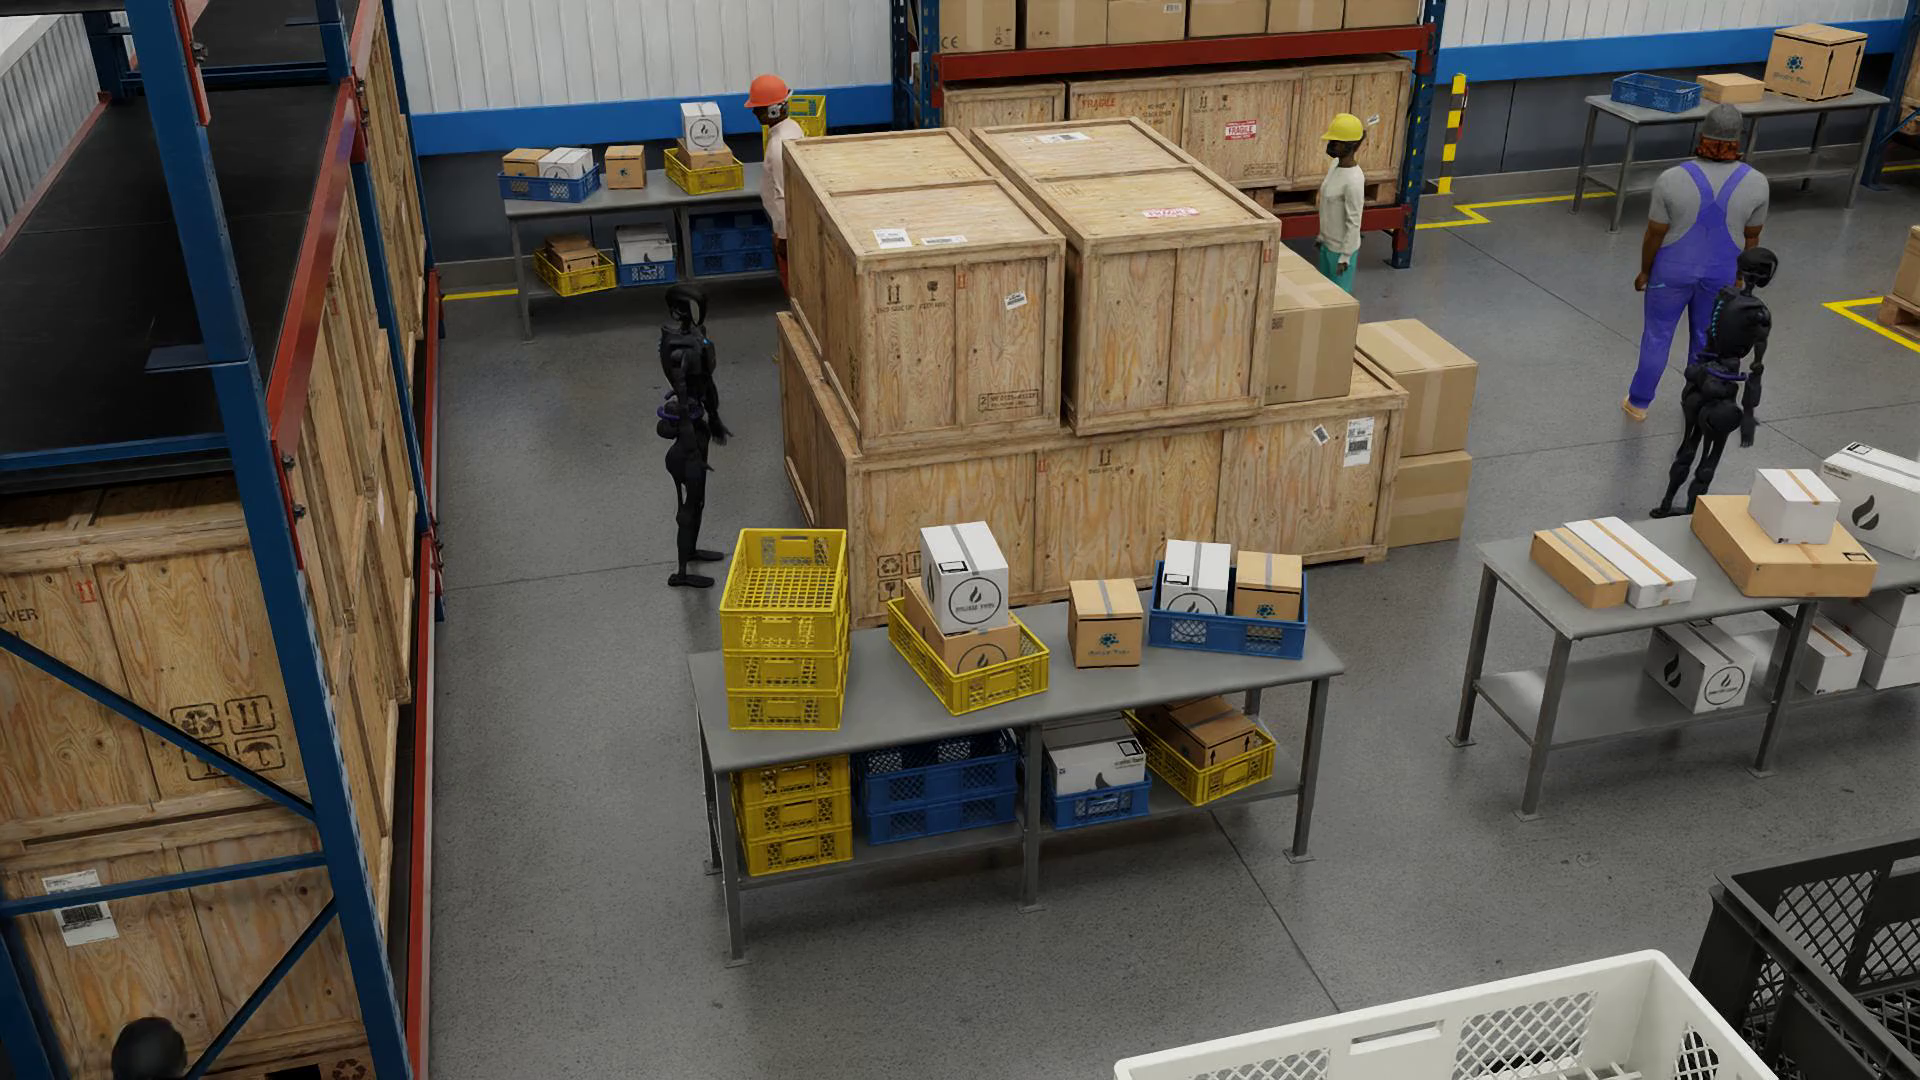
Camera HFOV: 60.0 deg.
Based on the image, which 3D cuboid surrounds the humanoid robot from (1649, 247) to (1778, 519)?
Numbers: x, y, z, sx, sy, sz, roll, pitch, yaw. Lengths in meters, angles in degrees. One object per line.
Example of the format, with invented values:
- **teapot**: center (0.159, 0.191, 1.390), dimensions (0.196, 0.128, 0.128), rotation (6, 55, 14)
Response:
- **humanoid robot**: center (4.159, -0.802, 9.111), dimensions (0.333, 1.651, 0.574), rotation (-3, 29, -5)

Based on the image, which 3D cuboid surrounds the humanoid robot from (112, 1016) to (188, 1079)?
- **humanoid robot**: center (-1.889, 1.874, 4.268), dimensions (0.650, 1.642, 0.342), rotation (-13, 31, -22)

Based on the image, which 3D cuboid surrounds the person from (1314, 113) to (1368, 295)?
- **person**: center (2.509, -1.972, 11.141), dimensions (0.321, 1.769, 0.523), rotation (-2, 29, -4)

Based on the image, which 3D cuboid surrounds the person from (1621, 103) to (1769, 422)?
- **person**: center (4.567, -1.714, 10.393), dimensions (0.672, 2.000, 0.536), rotation (6, 29, 10)

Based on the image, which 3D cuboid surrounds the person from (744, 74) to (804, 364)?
- **person**: center (-1.198, -2.157, 11.271), dimensions (0.430, 1.977, 0.599), rotation (0, 29, 1)

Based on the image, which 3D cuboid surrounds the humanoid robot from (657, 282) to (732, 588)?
- **humanoid robot**: center (-1.394, -0.555, 8.662), dimensions (0.336, 1.650, 0.568), rotation (2, 29, 4)
